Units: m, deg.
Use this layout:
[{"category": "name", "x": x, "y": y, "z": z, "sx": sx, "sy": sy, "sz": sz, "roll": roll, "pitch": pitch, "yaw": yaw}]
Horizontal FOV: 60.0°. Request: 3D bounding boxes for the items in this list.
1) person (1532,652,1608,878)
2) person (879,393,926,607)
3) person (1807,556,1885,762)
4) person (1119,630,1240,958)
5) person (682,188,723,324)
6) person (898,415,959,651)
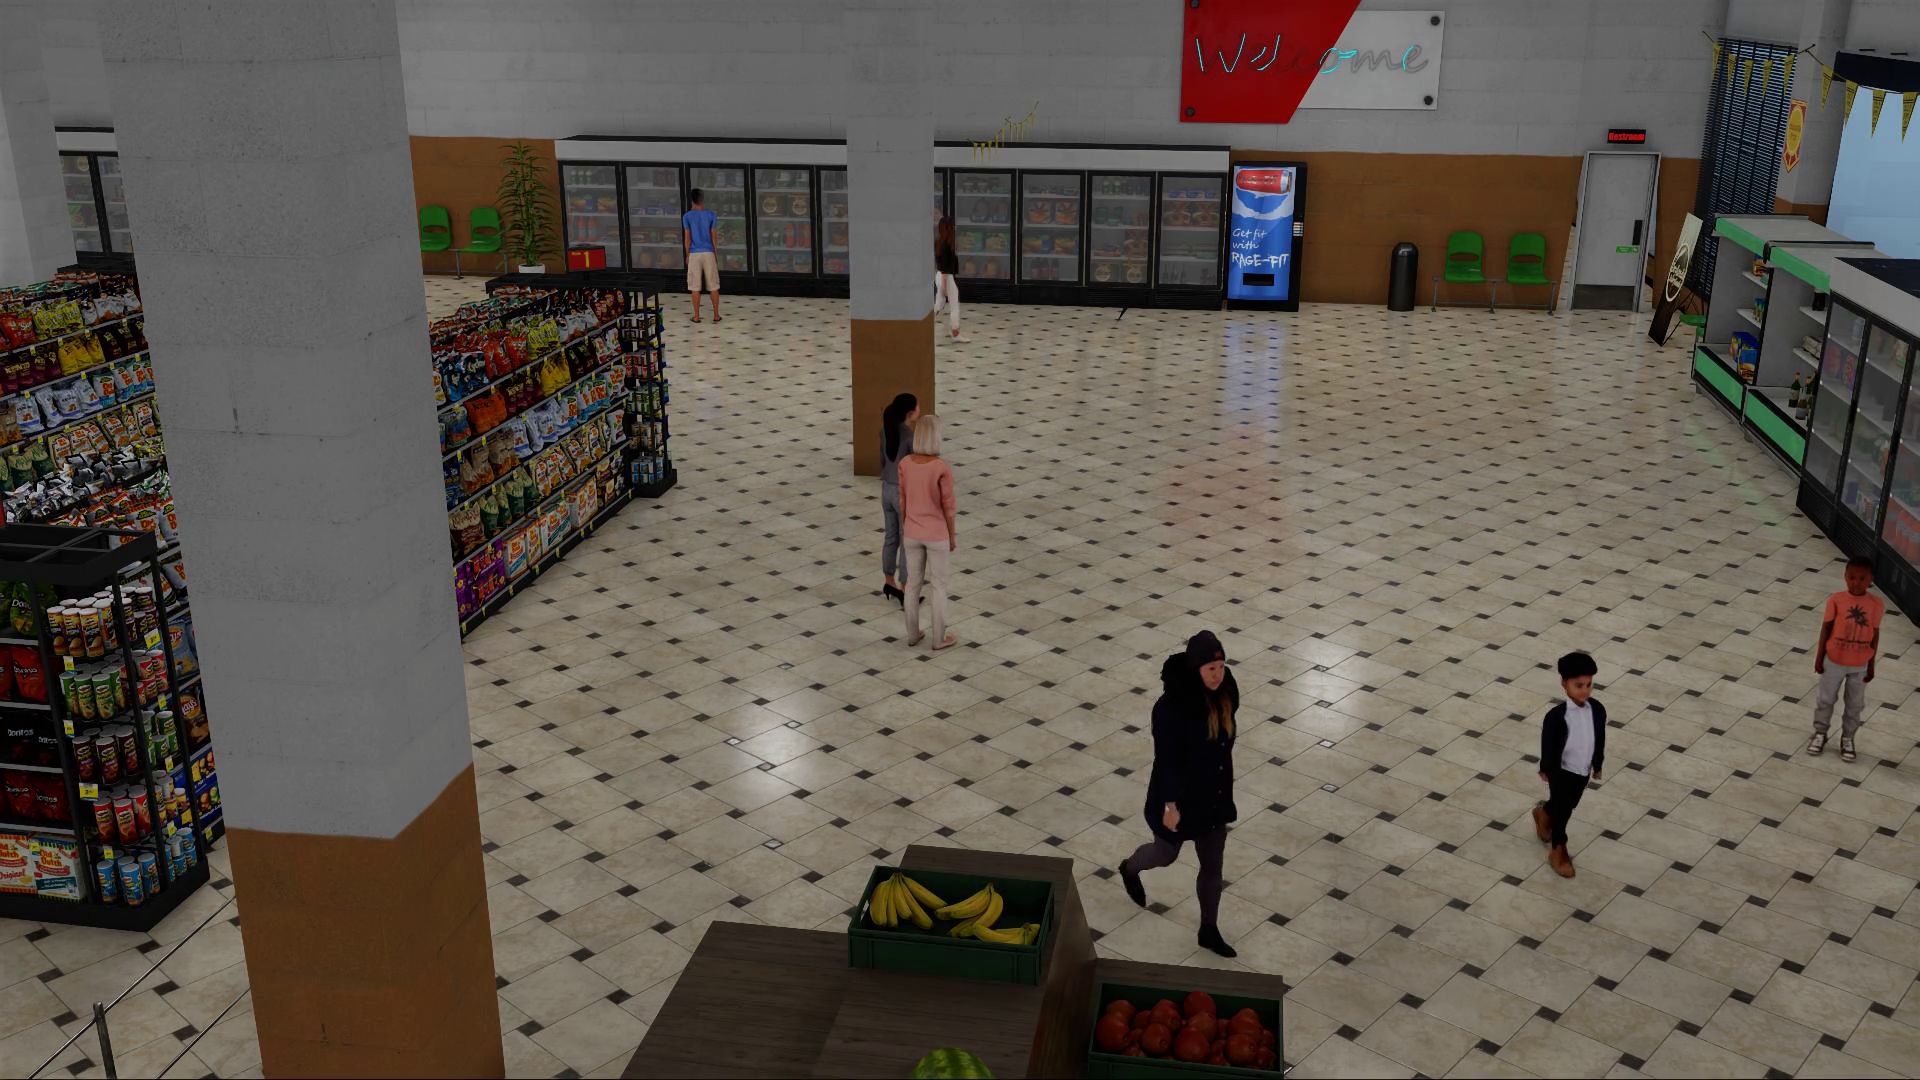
[{"category": "person", "x": 3.320, "y": 1.177, "z": 9.108, "sx": 0.672, "sy": 1.213, "sz": 0.849, "roll": -4, "pitch": 19, "yaw": -11}, {"category": "person", "x": -0.457, "y": -0.308, "z": 12.787, "sx": 0.753, "sy": 1.675, "sz": 0.720, "roll": -18, "pitch": 25, "yaw": -42}, {"category": "person", "x": 5.511, "y": 0.715, "z": 10.325, "sx": 0.530, "sy": 1.310, "sz": 0.544, "roll": 9, "pitch": 21, "yaw": 25}, {"category": "person", "x": 1.082, "y": 1.230, "z": 8.270, "sx": 1.066, "sy": 1.648, "sz": 1.134, "roll": -12, "pitch": 22, "yaw": -32}, {"category": "person", "x": -3.649, "y": -4.022, "z": 23.510, "sx": 0.740, "sy": 1.863, "sz": 0.720, "roll": -5, "pitch": 19, "yaw": -13}, {"category": "person", "x": -0.240, "y": -0.062, "z": 11.981, "sx": 0.659, "sy": 1.724, "sz": 0.619, "roll": 9, "pitch": 21, "yaw": 25}]
